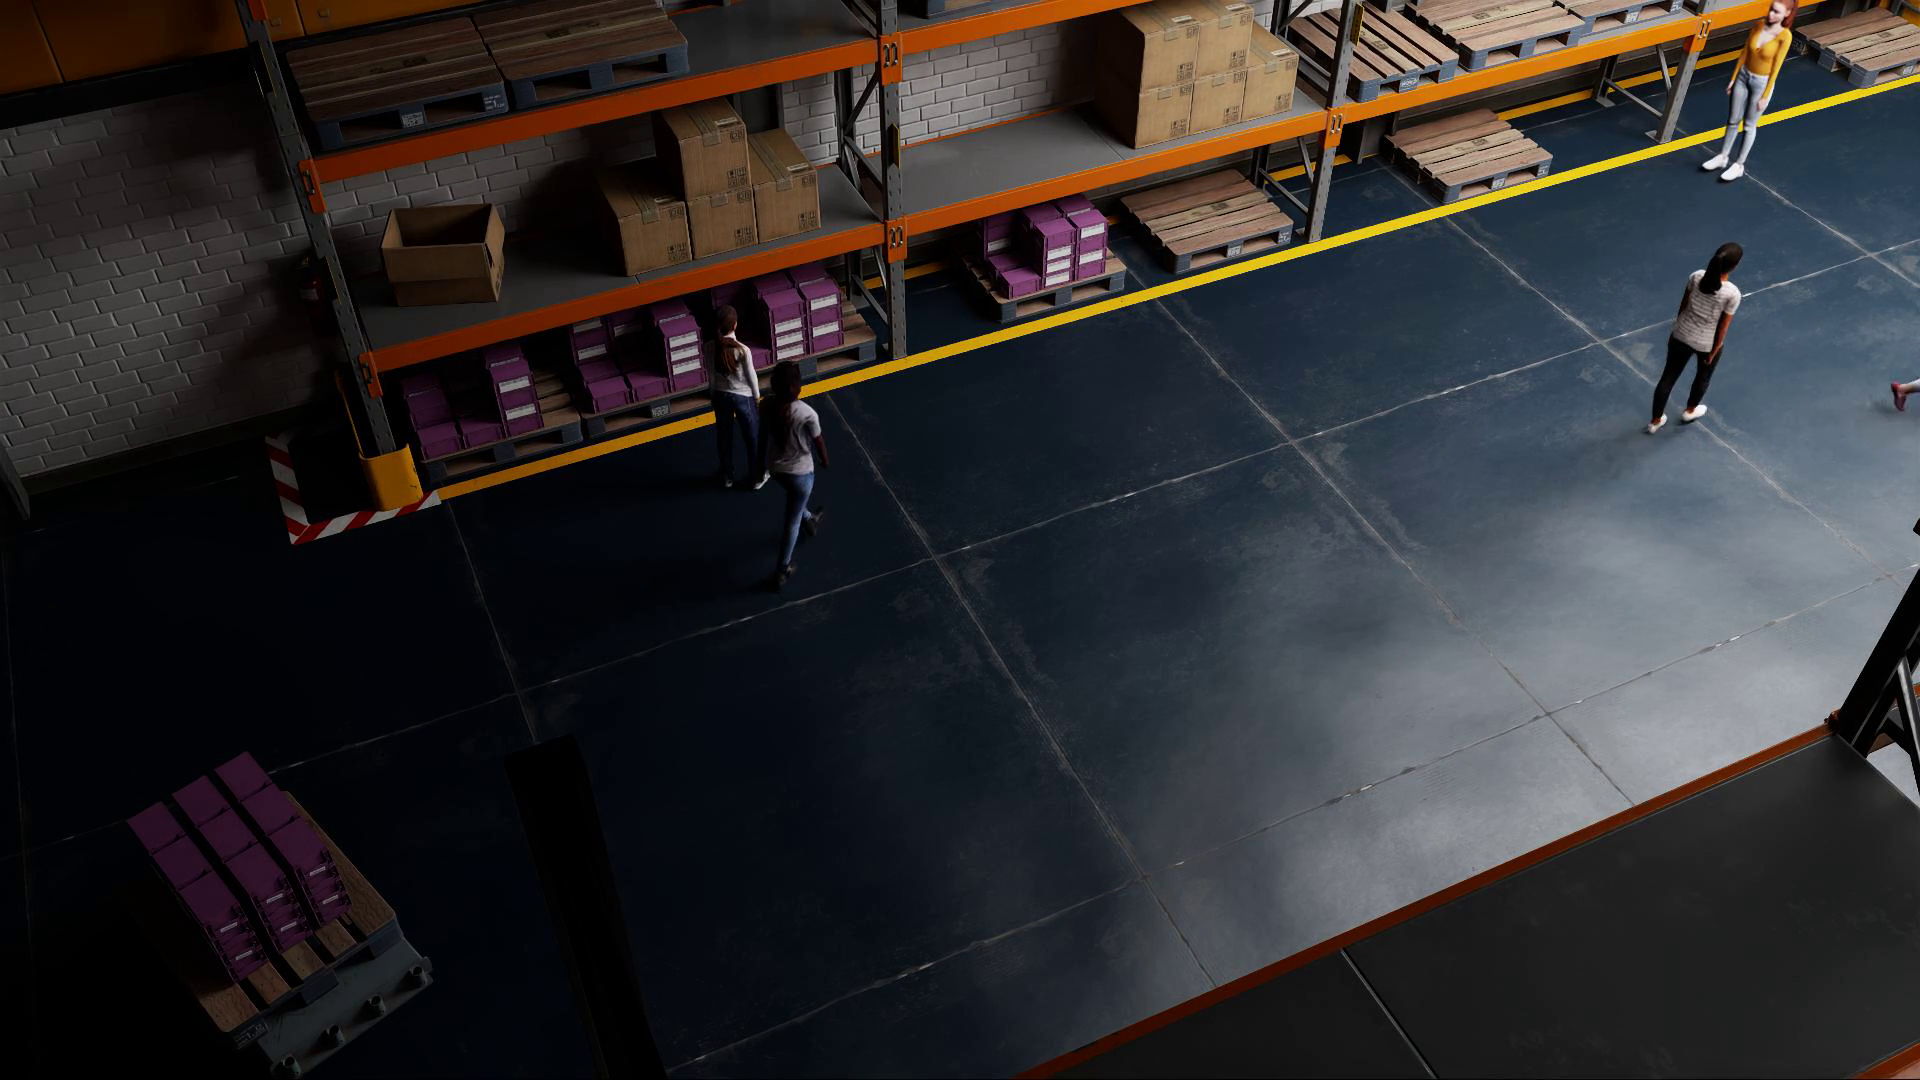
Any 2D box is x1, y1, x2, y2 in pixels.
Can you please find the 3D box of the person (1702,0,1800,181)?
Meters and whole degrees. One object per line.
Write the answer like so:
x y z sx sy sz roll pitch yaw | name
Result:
7.152 -4.092 14.969 0.533 1.750 0.576 -20 47 -20 | person

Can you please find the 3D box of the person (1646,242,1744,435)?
5.387 -1.446 12.284 0.721 1.624 0.860 34 53 31 | person

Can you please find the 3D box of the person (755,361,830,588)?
-1.160 -0.398 11.140 0.978 1.683 1.096 19 47 19 | person

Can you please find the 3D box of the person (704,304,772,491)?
-1.624 -1.018 11.882 0.601 1.558 0.682 7 44 8 | person
